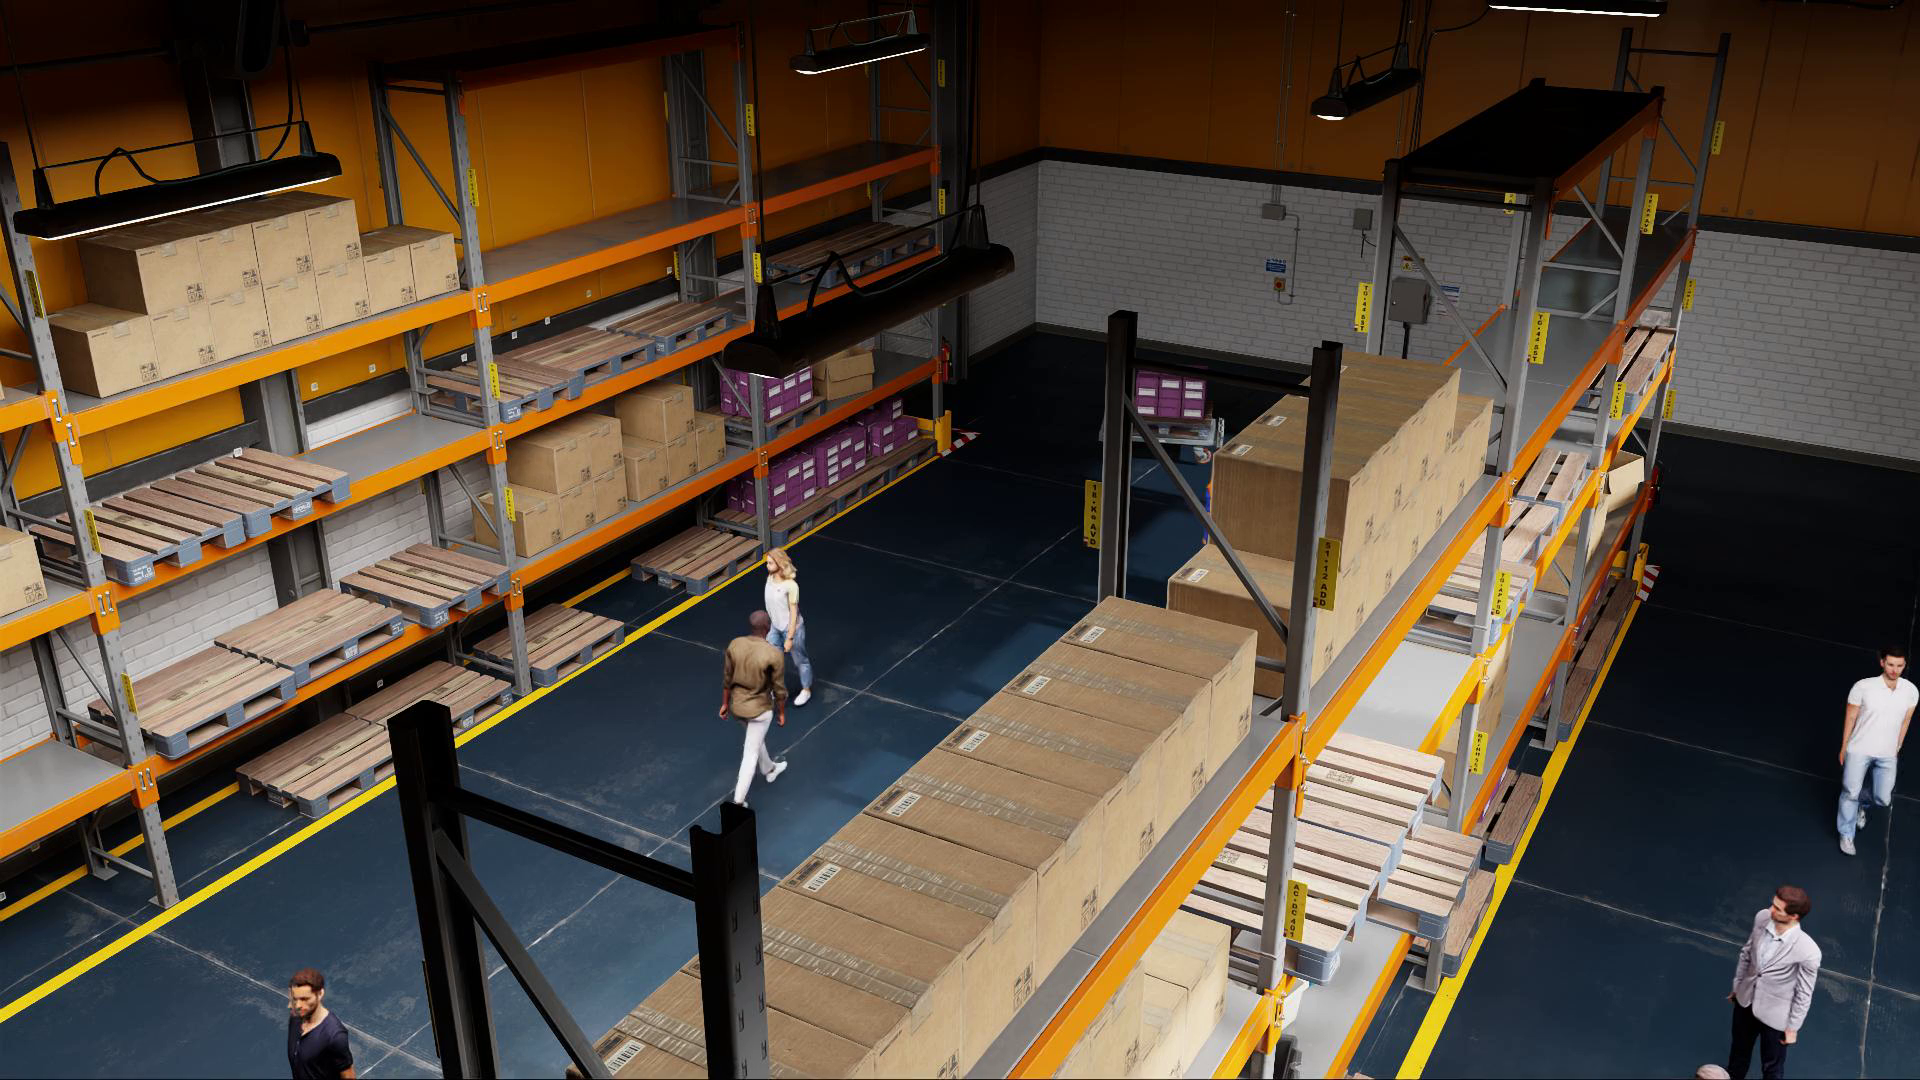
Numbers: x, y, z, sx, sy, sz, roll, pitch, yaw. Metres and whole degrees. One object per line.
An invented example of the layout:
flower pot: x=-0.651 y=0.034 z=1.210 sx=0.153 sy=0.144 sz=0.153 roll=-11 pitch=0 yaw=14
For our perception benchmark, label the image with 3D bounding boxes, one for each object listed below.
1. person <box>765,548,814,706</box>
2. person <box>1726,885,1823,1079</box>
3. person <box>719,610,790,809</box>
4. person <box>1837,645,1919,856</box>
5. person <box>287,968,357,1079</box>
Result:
person: x=-1.590 y=0.834 z=15.884 sx=0.785 sy=1.687 sz=1.036 roll=17 pitch=29 yaw=35
person: x=5.224 y=2.996 z=10.736 sx=0.808 sy=1.848 sz=0.766 roll=-8 pitch=25 yaw=-18
person: x=-1.812 y=1.518 z=14.230 sx=0.786 sy=1.758 sz=1.161 roll=10 pitch=26 yaw=22
person: x=7.511 y=1.687 z=13.732 sx=0.805 sy=1.848 sz=0.944 roll=6 pitch=24 yaw=14
person: x=-3.770 y=3.342 z=9.931 sx=0.644 sy=1.860 sz=0.505 roll=14 pitch=27 yaw=28
